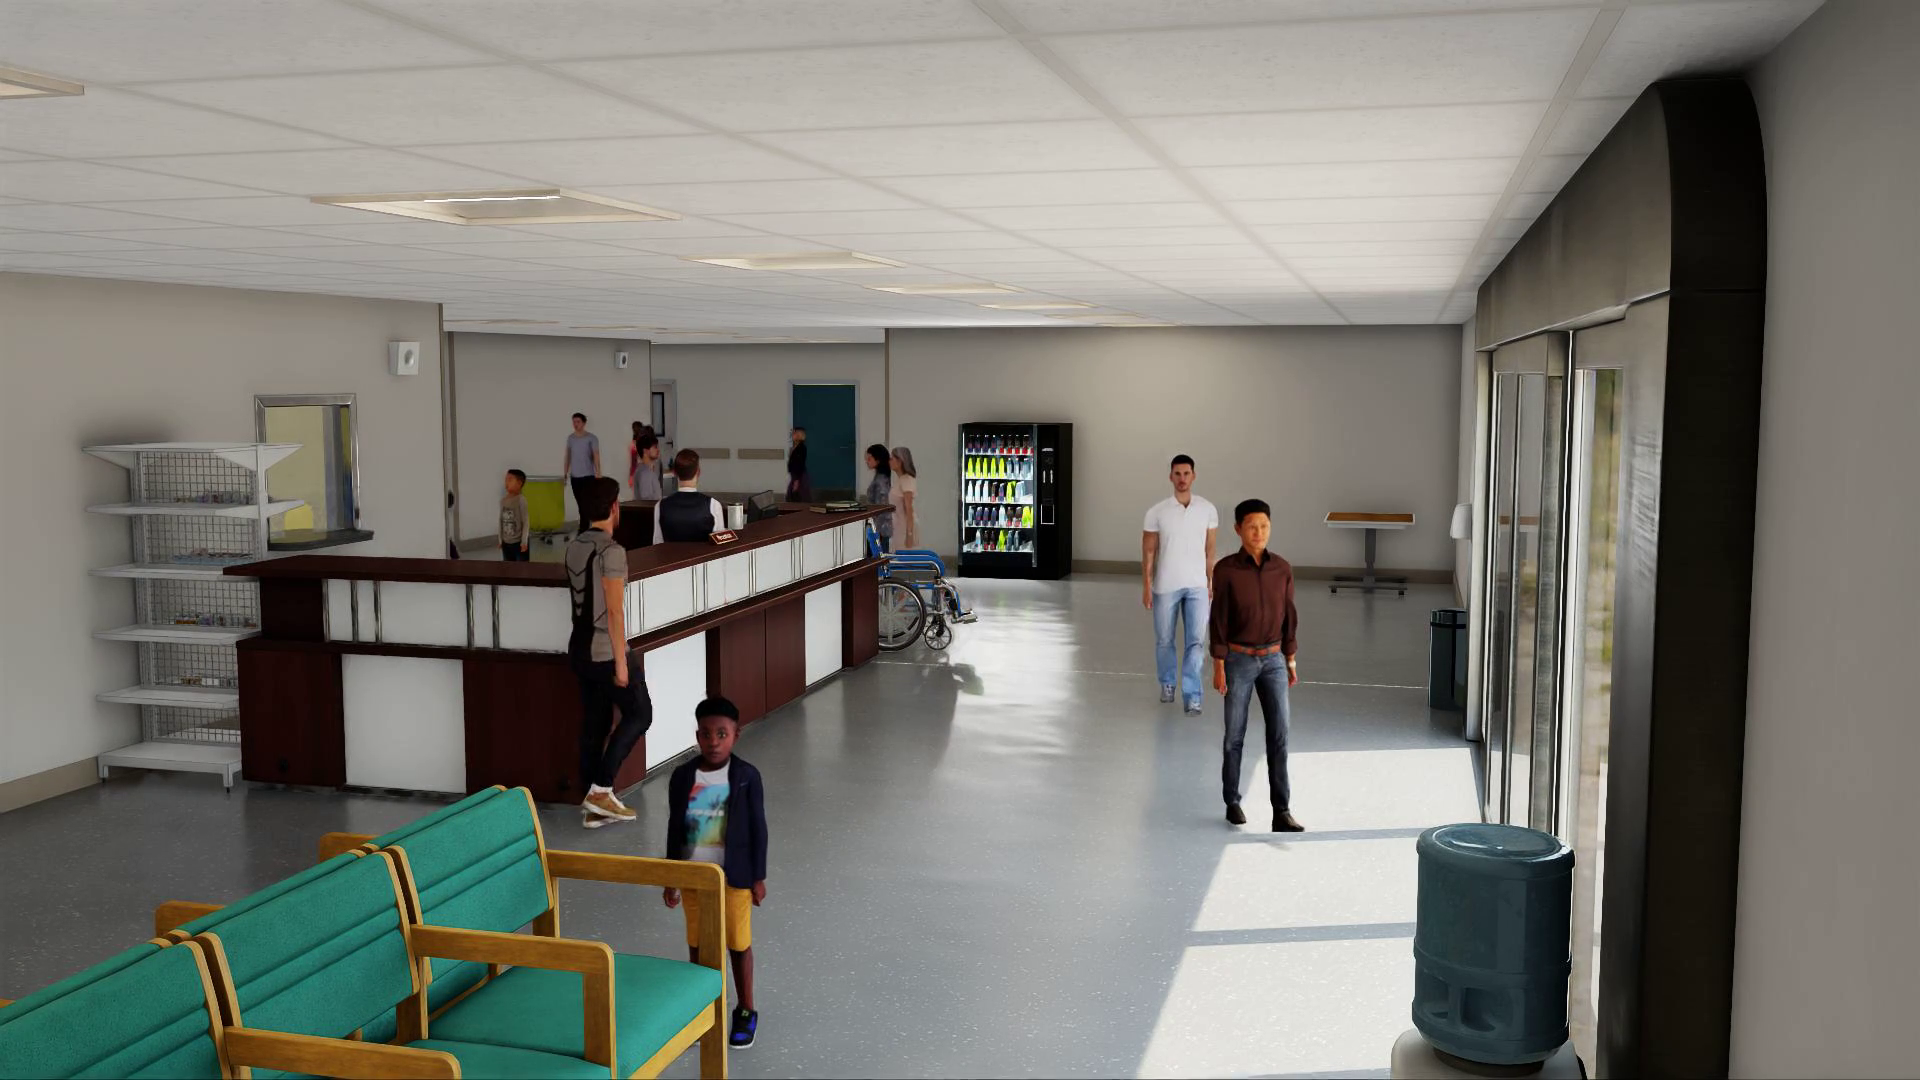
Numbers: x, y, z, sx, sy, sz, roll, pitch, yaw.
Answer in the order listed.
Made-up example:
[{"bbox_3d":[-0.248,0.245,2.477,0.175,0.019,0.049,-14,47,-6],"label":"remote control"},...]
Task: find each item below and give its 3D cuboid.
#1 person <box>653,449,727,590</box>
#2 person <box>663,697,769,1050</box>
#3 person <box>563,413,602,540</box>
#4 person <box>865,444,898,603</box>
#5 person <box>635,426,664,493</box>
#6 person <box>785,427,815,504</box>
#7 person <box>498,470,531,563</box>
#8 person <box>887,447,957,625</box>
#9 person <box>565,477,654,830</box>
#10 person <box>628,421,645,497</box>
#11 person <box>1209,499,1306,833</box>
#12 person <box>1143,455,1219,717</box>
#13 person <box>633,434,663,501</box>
[{"bbox_3d":[-1.811,0.351,11.153,0.556,1.935,0.744,1,6,6],"label":"person"},{"bbox_3d":[-0.899,1.194,6.106,0.501,1.269,0.613,1,6,5],"label":"person"},{"bbox_3d":[-5.374,-0.887,23.900,0.838,1.847,0.773,2,6,19],"label":"person"},{"bbox_3d":[-0.707,-0.111,16.891,0.685,1.706,0.729,1,6,5],"label":"person"},{"bbox_3d":[-3.852,-0.545,20.963,0.986,1.755,0.936,5,8,42],"label":"person"},{"bbox_3d":[-2.208,-0.783,23.937,1.114,1.633,0.995,-2,6,-22],"label":"person"},{"bbox_3d":[-4.499,0.013,16.867,0.538,1.465,0.663,4,7,33],"label":"person"},{"bbox_3d":[-0.430,-0.034,16.068,1.050,1.717,0.854,-1,6,-9],"label":"person"},{"bbox_3d":[-1.972,0.619,8.803,0.830,1.872,0.741,-5,8,-43],"label":"person"},{"bbox_3d":[-4.673,-0.845,24.056,0.650,1.732,0.683,3,6,27],"label":"person"},{"bbox_3d":[1.529,0.663,8.918,0.968,1.762,0.975,-1,6,-11],"label":"person"},{"bbox_3d":[1.567,0.334,11.914,1.165,1.818,0.900,0,6,4],"label":"person"},{"bbox_3d":[-3.038,-0.111,16.204,0.696,1.843,0.732,-1,6,-9],"label":"person"}]
